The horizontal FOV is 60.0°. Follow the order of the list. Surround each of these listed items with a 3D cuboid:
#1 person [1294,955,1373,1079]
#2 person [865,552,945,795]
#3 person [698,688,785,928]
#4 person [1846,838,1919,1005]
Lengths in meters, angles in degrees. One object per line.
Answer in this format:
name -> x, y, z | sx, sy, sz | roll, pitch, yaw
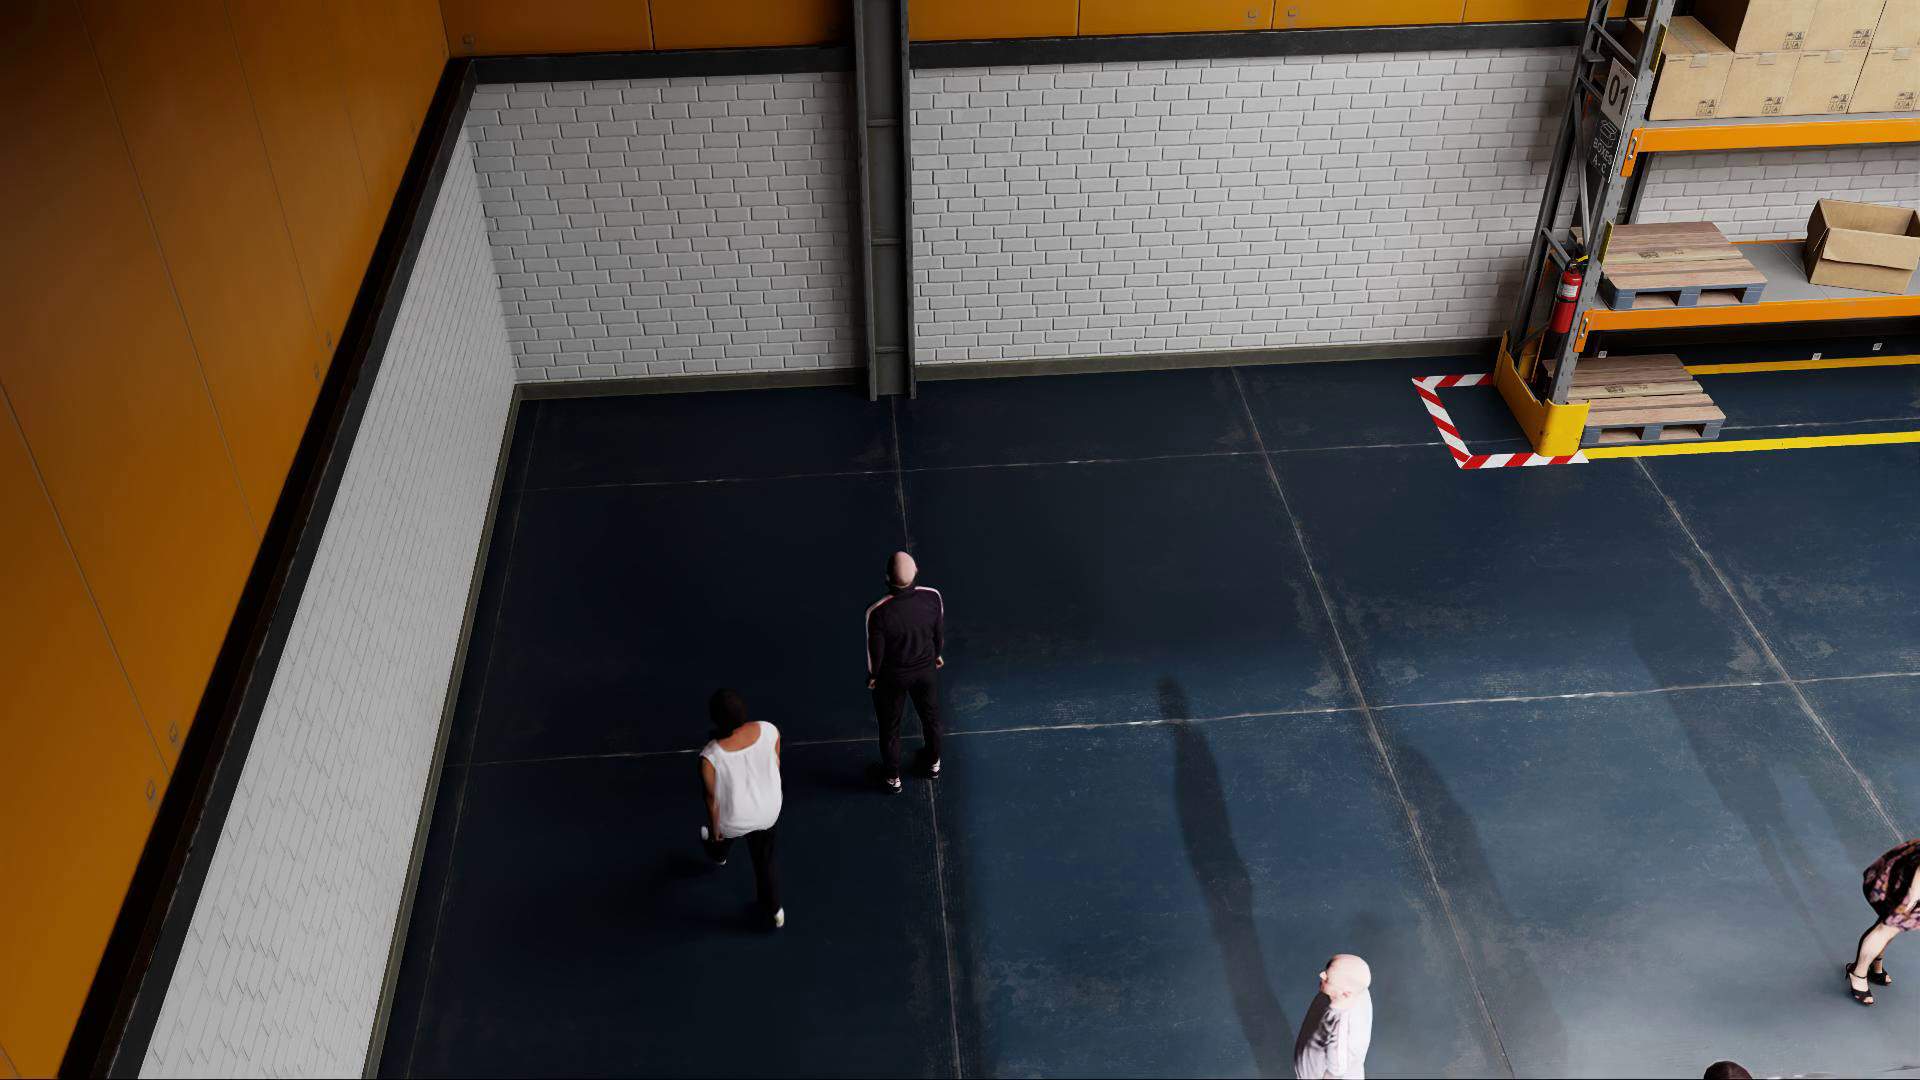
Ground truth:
person -> 1.775, 2.611, 7.985 | 0.697, 1.830, 0.722 | 9, 40, 11
person -> -0.330, 0.816, 10.227 | 0.647, 1.837, 0.803 | -17, 42, -20
person -> -1.215, 1.545, 9.466 | 1.121, 1.648, 1.015 | -20, 43, -23
person -> 5.205, 1.843, 8.992 | 0.774, 1.774, 0.855 | -24, 45, -27
